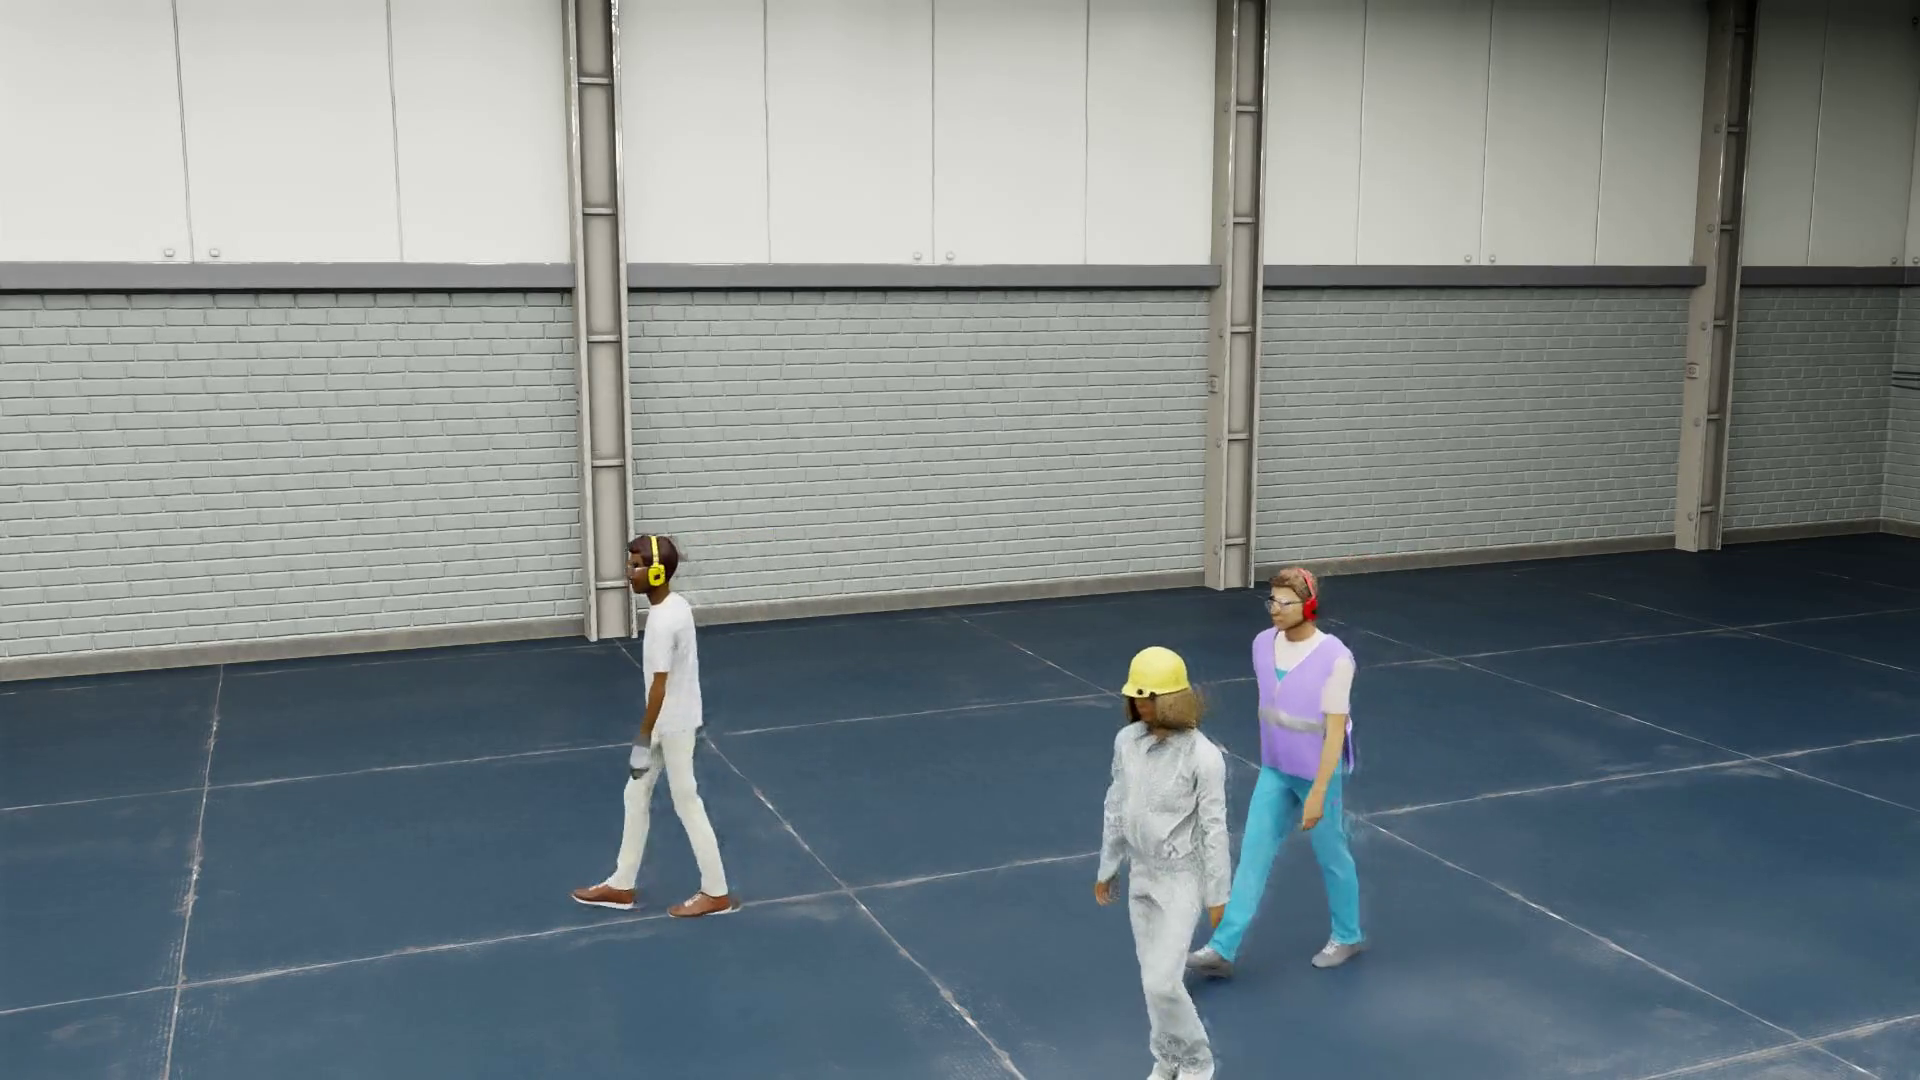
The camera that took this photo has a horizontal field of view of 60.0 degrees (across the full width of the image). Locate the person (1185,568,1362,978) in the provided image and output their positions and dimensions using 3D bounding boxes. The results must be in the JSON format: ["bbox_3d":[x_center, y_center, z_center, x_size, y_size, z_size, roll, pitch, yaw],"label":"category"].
[{"bbox_3d":[1.399,1.011,7.128,0.951,1.794,0.579,-6,11,-34],"label":"person"}]

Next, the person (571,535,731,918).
[{"bbox_3d":[-1.484,0.890,7.785,0.875,1.835,0.556,-2,9,-9],"label":"person"}]

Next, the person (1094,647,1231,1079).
[{"bbox_3d":[0.728,1.228,5.991,0.393,1.732,0.495,-6,11,-34],"label":"person"}]
